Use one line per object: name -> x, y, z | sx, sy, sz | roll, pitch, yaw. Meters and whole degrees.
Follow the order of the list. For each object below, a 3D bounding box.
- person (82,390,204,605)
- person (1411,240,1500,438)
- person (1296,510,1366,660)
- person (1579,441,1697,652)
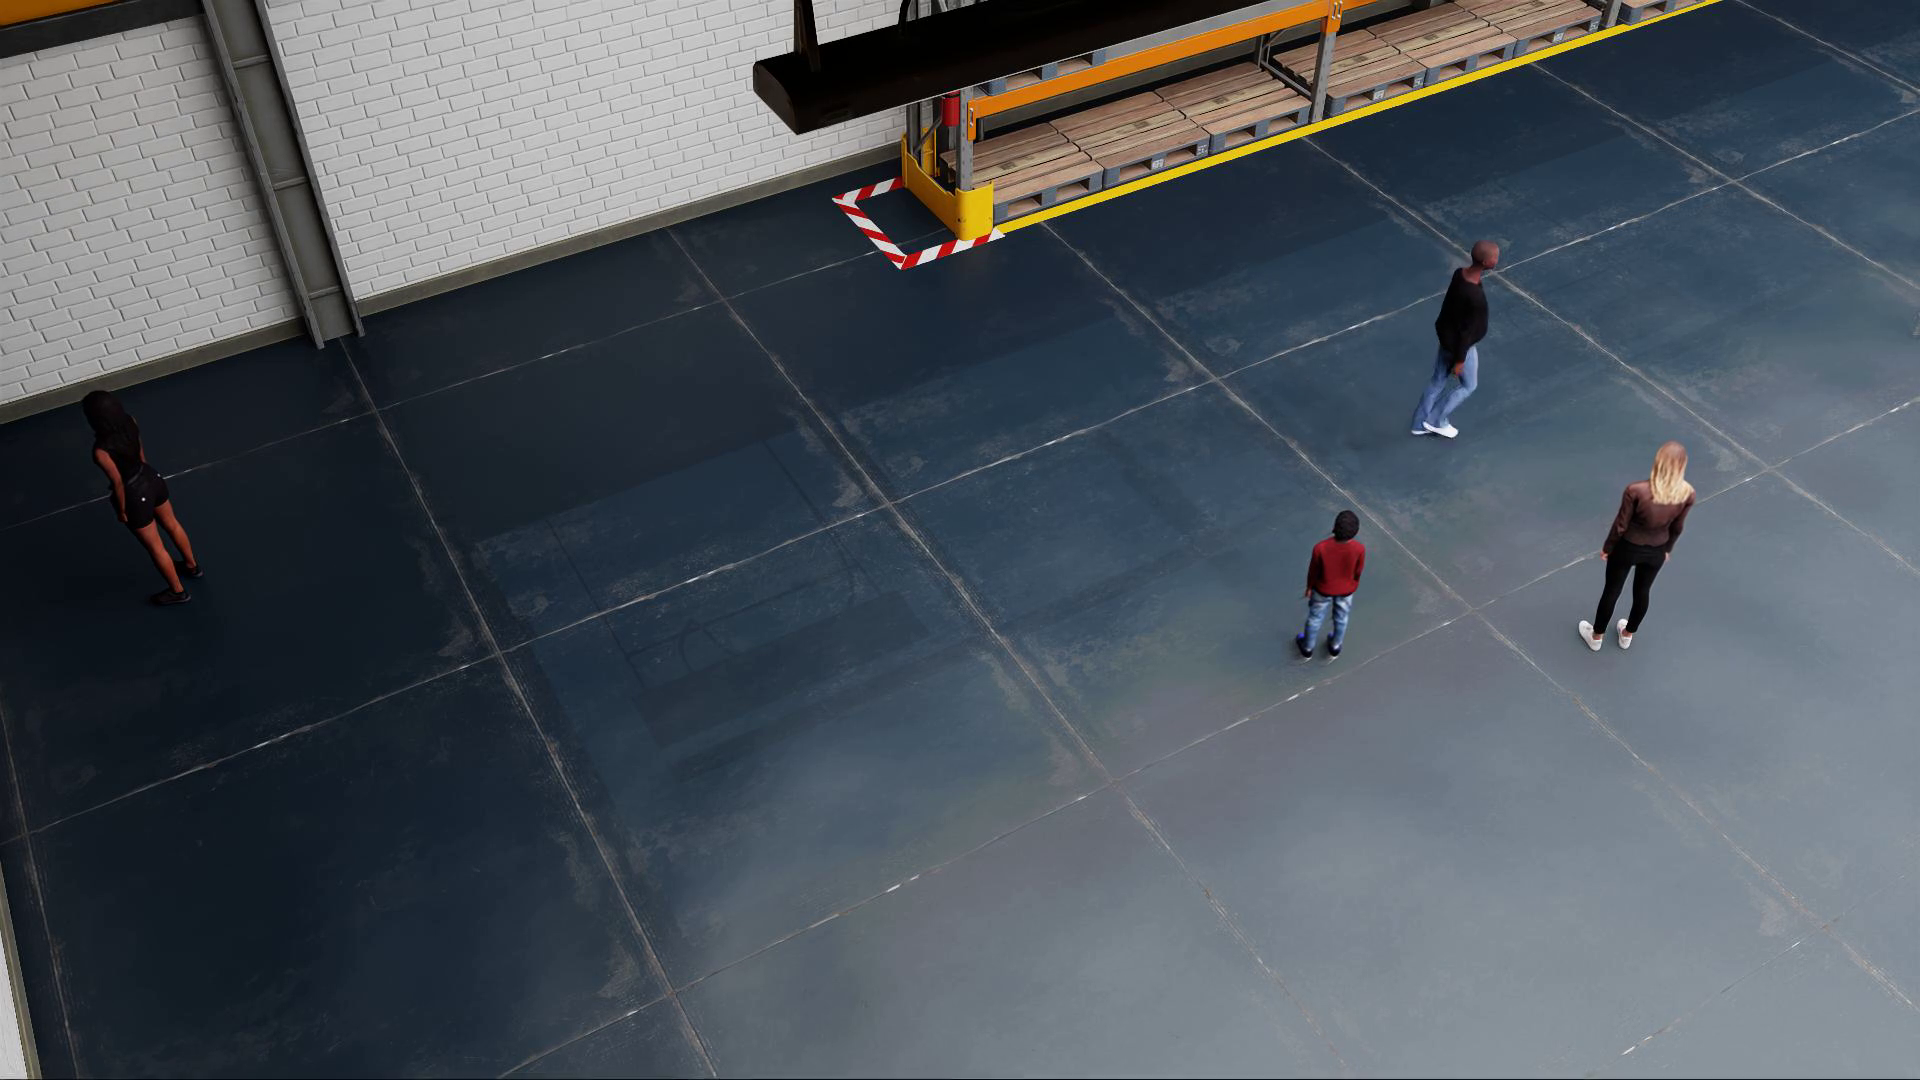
person -> -5.489, -0.299, 11.127 | 0.693, 1.741, 0.672 | 3, 44, 3
person -> 3.602, -1.453, 12.344 | 0.732, 1.732, 0.717 | -5, 44, -5
person -> 2.444, 0.297, 10.853 | 0.553, 1.255, 0.635 | 2, 44, 2
person -> 4.400, 0.059, 10.779 | 0.620, 1.703, 0.735 | 1, 44, 1
